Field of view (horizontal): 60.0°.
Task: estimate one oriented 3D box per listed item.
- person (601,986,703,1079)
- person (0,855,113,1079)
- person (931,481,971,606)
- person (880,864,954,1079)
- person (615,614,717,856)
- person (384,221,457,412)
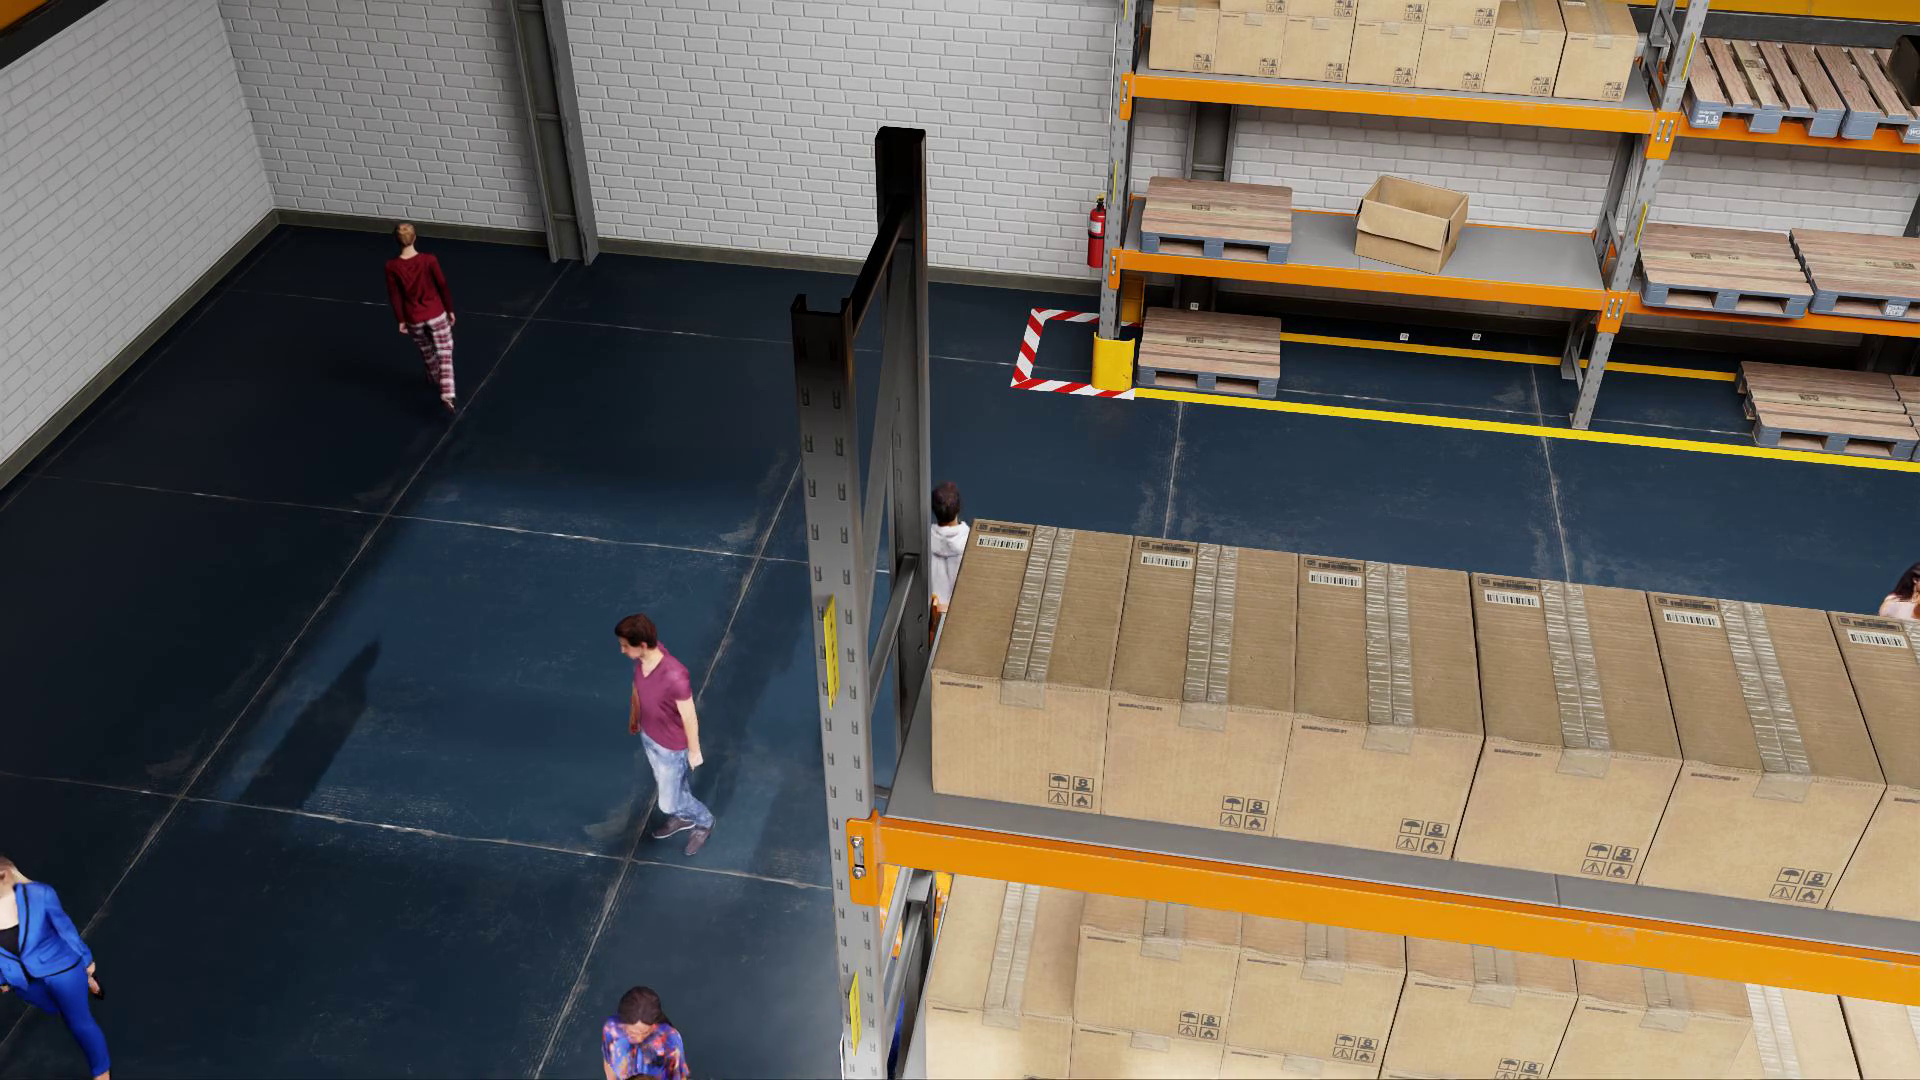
[{"bbox_3d":[-1.455,2.635,8.054,1.041,1.714,0.780,14,41,16],"label":"person"},{"bbox_3d":[-4.762,2.164,8.674,1.070,1.677,0.972,-11,40,-13],"label":"person"},{"bbox_3d":[-0.047,0.539,10.531,1.178,1.899,1.037,-8,39,-10],"label":"person"},{"bbox_3d":[-0.276,2.155,8.557,1.254,1.836,1.122,25,45,28],"label":"person"},{"bbox_3d":[-1.672,1.105,9.878,0.861,1.828,0.785,-26,45,-29],"label":"person"},{"bbox_3d":[-4.391,-1.821,13.668,1.049,1.671,0.944,-9,39,-11],"label":"person"}]
